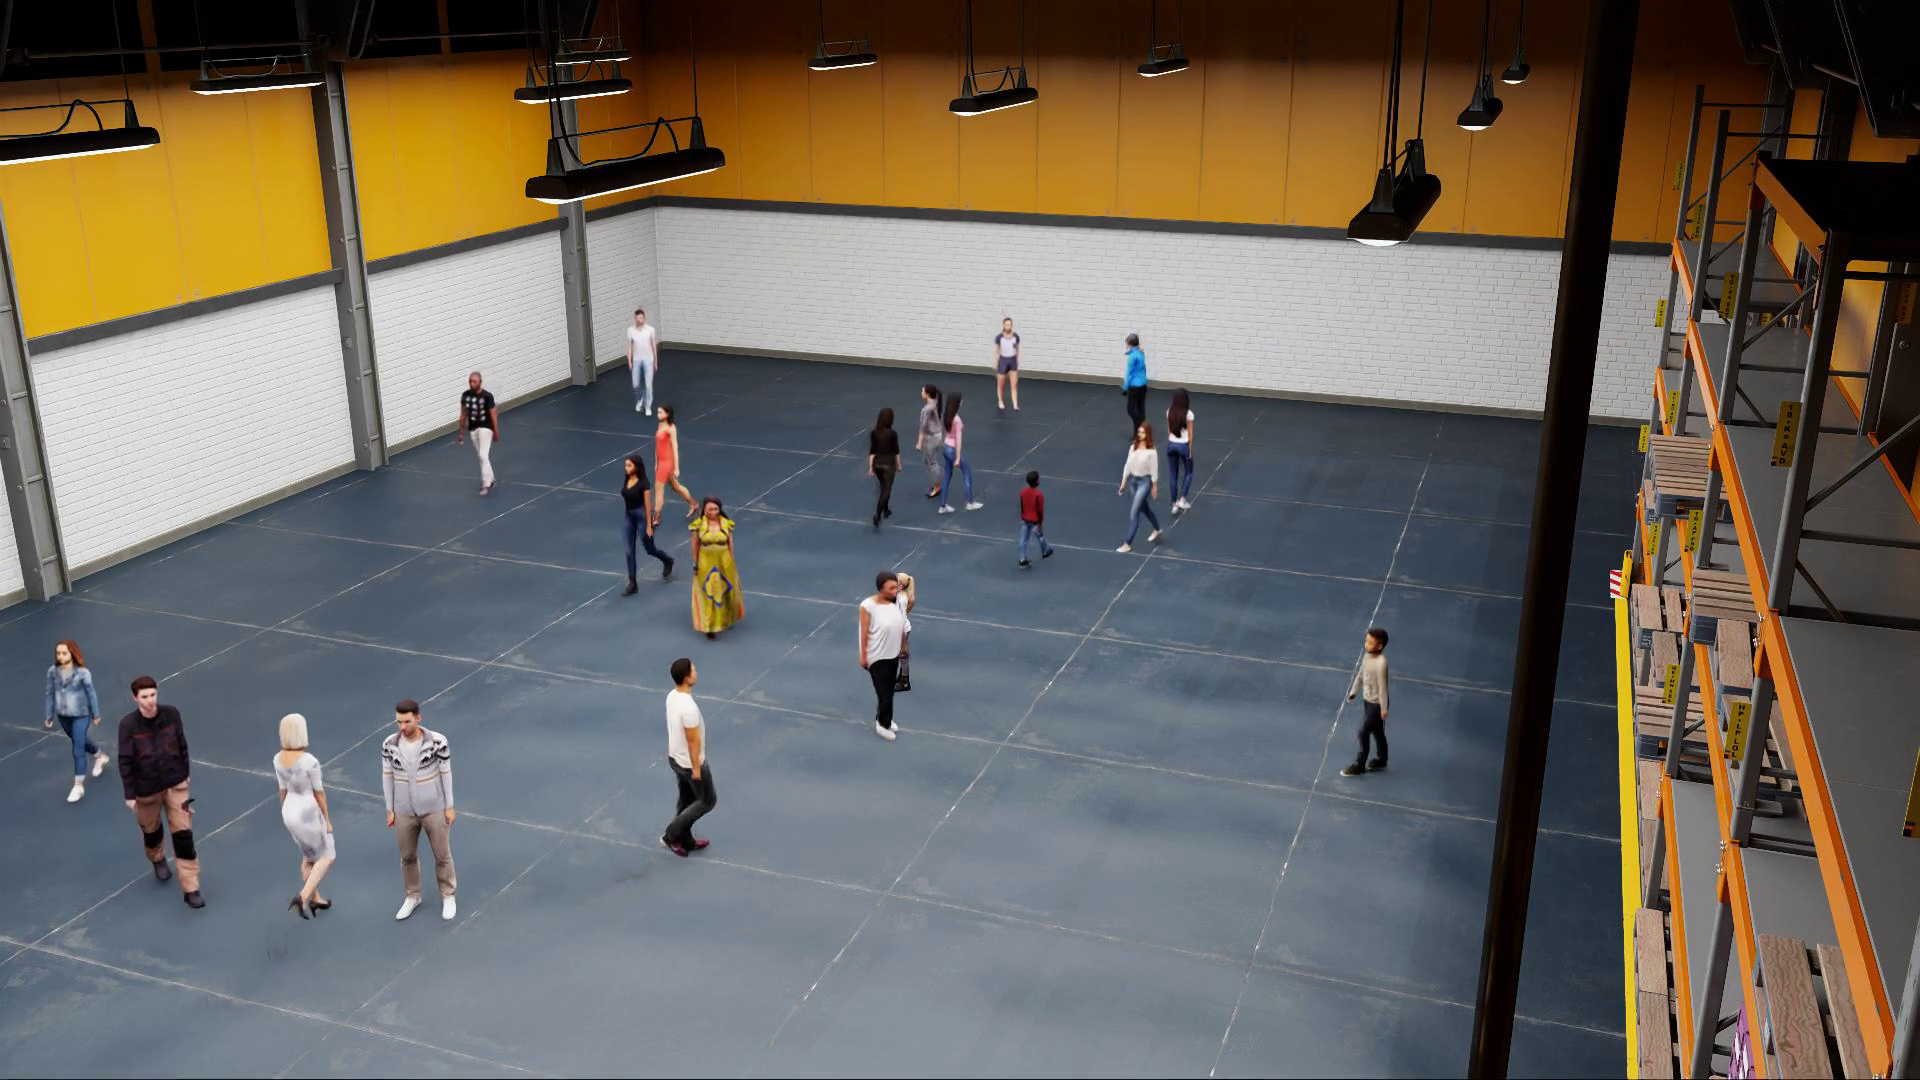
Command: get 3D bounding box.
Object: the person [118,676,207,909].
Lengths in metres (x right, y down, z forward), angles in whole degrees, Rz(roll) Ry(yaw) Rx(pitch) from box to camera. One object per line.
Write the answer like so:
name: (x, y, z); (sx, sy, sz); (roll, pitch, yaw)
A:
person: (-6.488, 1.984, 13.413); (1.289, 1.878, 1.180); (-15, 24, -38)

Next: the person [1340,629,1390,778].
person: (3.940, 1.505, 15.512); (0.773, 1.445, 0.768); (-1, 19, -4)

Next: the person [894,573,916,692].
person: (-0.608, 0.946, 17.432); (0.624, 1.279, 0.539); (-1, 19, -4)

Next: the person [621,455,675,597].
person: (-3.832, -0.207, 20.174); (0.742, 1.714, 1.143); (12, 22, 32)

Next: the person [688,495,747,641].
person: (-2.792, 0.272, 18.843); (1.103, 1.656, 1.166); (-8, 20, -21)

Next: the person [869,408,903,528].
person: (-1.040, -0.957, 22.570); (0.571, 1.607, 1.043); (7, 20, 21)

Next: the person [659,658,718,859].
person: (-2.364, 1.856, 13.926); (0.886, 1.793, 0.823); (-11, 22, -30)

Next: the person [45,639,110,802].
person: (-8.091, 1.585, 15.265); (0.725, 1.451, 1.054); (2, 19, 5)

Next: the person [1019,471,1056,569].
person: (0.872, -0.236, 21.024); (0.636, 1.226, 0.880); (12, 22, 33)

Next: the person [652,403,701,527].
person: (-3.917, -1.033, 22.678); (1.190, 1.682, 1.024); (-12, 22, -32)

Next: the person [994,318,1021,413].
person: (0.782, -3.018, 28.683); (0.956, 1.612, 1.122); (-4, 19, -12)

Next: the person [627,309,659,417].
person: (-5.404, -3.052, 28.426); (0.796, 1.839, 0.849); (-2, 19, -6)

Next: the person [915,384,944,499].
person: (-0.316, -1.395, 23.778); (0.686, 1.665, 0.509); (5, 19, 15)

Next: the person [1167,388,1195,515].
person: (3.002, -1.218, 23.105); (0.631, 1.760, 0.651); (11, 22, 30)

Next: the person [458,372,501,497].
person: (-6.914, -1.579, 24.147); (0.702, 1.780, 0.943); (5, 19, 15)

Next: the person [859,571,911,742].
person: (-0.786, 1.091, 16.373); (0.861, 1.681, 0.783); (16, 25, 40)

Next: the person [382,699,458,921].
person: (-4.251, 2.093, 13.116); (0.757, 1.860, 0.705); (-1, 19, -3)

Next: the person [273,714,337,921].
person: (-5.138, 2.210, 12.963); (0.575, 1.737, 0.751); (6, 20, 17)

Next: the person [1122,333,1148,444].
person: (2.894, -2.473, 26.803); (0.652, 1.778, 0.862); (-14, 23, -35)

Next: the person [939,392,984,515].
person: (-0.171, -1.204, 23.122); (0.974, 1.723, 0.886); (-11, 21, -29)

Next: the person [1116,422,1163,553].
person: (2.419, -0.706, 21.701); (1.233, 1.685, 0.968); (-15, 24, -38)
